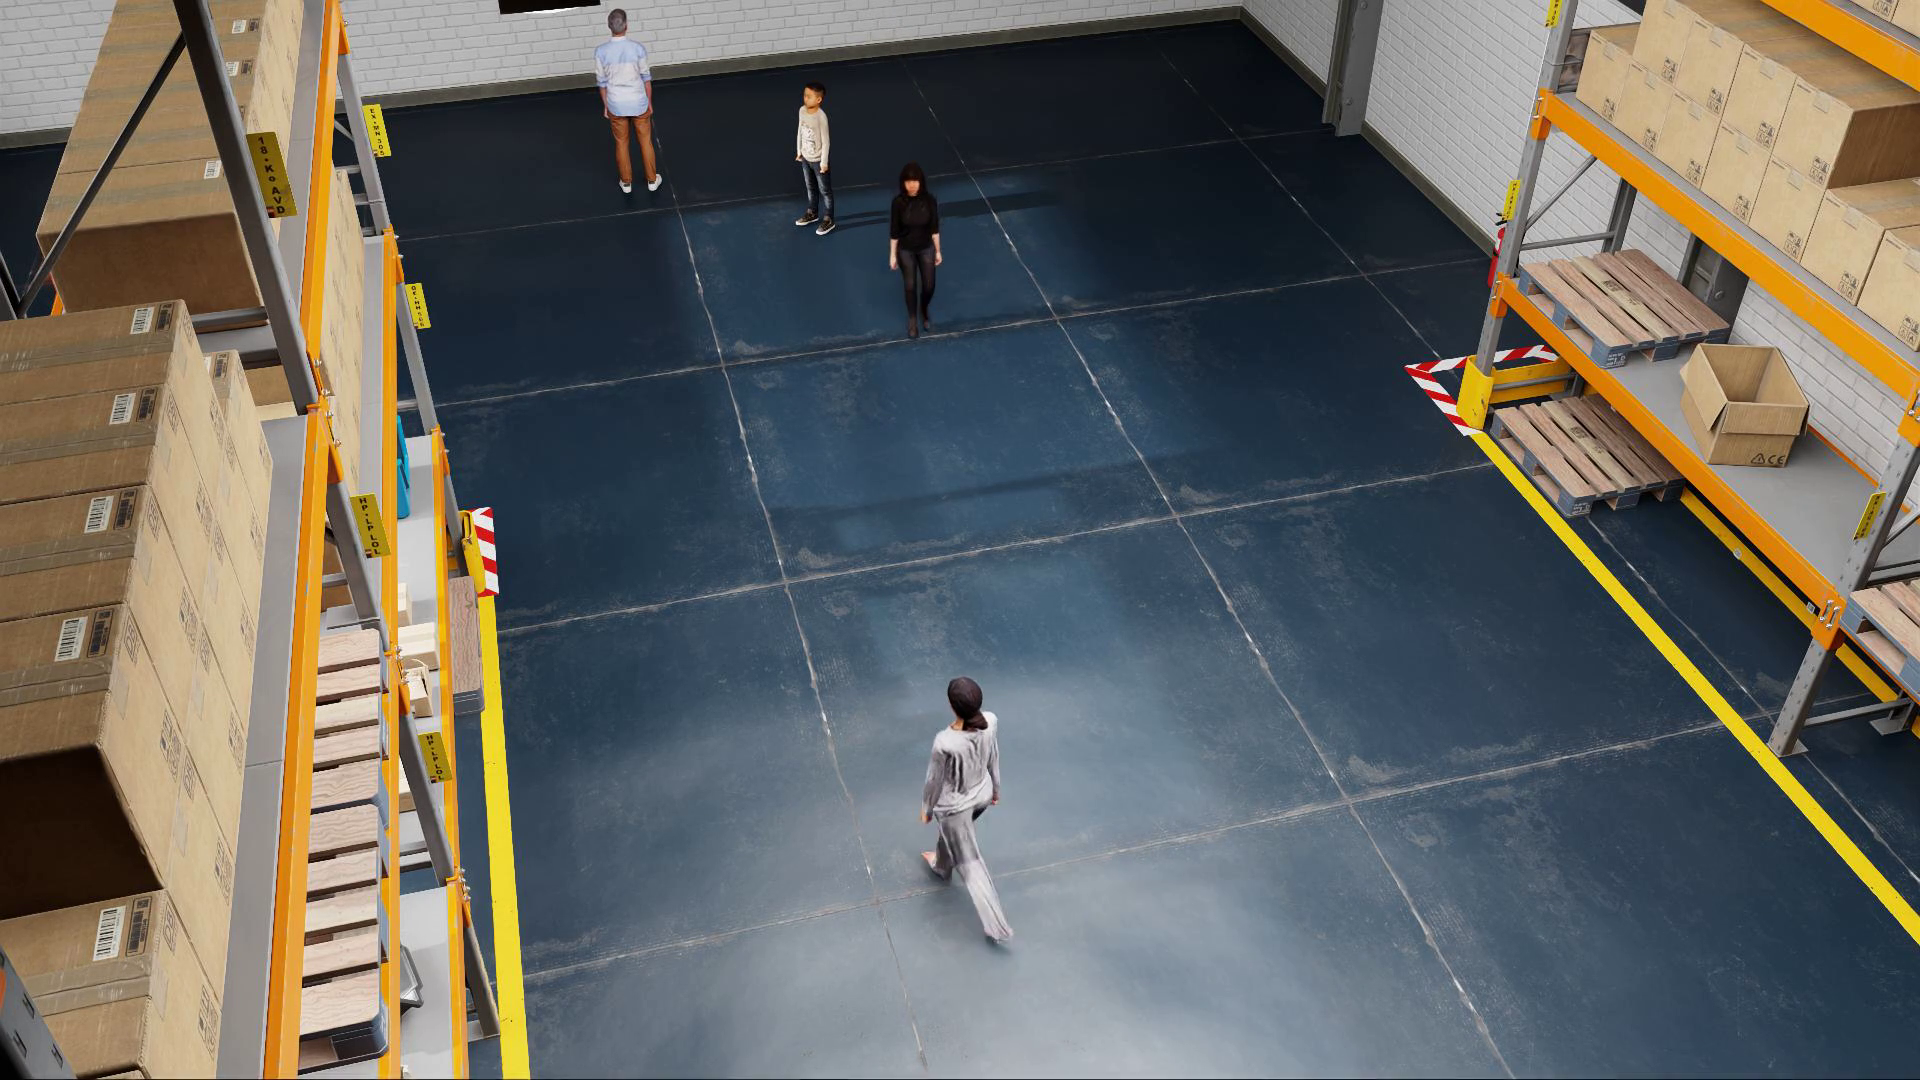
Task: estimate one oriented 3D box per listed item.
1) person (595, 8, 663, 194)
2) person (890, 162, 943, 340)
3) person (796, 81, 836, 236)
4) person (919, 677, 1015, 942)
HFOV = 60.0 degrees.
[{"bbox_3d":[-3.251,-4.290,16.290,0.705,1.827,0.606,-5,39,-6],"label":"person"},{"bbox_3d":[-0.382,-2.511,14.220,0.646,1.630,0.641,-4,39,-5],"label":"person"},{"bbox_3d":[-1.362,-3.644,15.771,0.598,1.465,0.688,29,47,32],"label":"person"},{"bbox_3d":[0.068,1.491,9.126,0.888,1.735,1.165,-26,45,-29],"label":"person"}]
